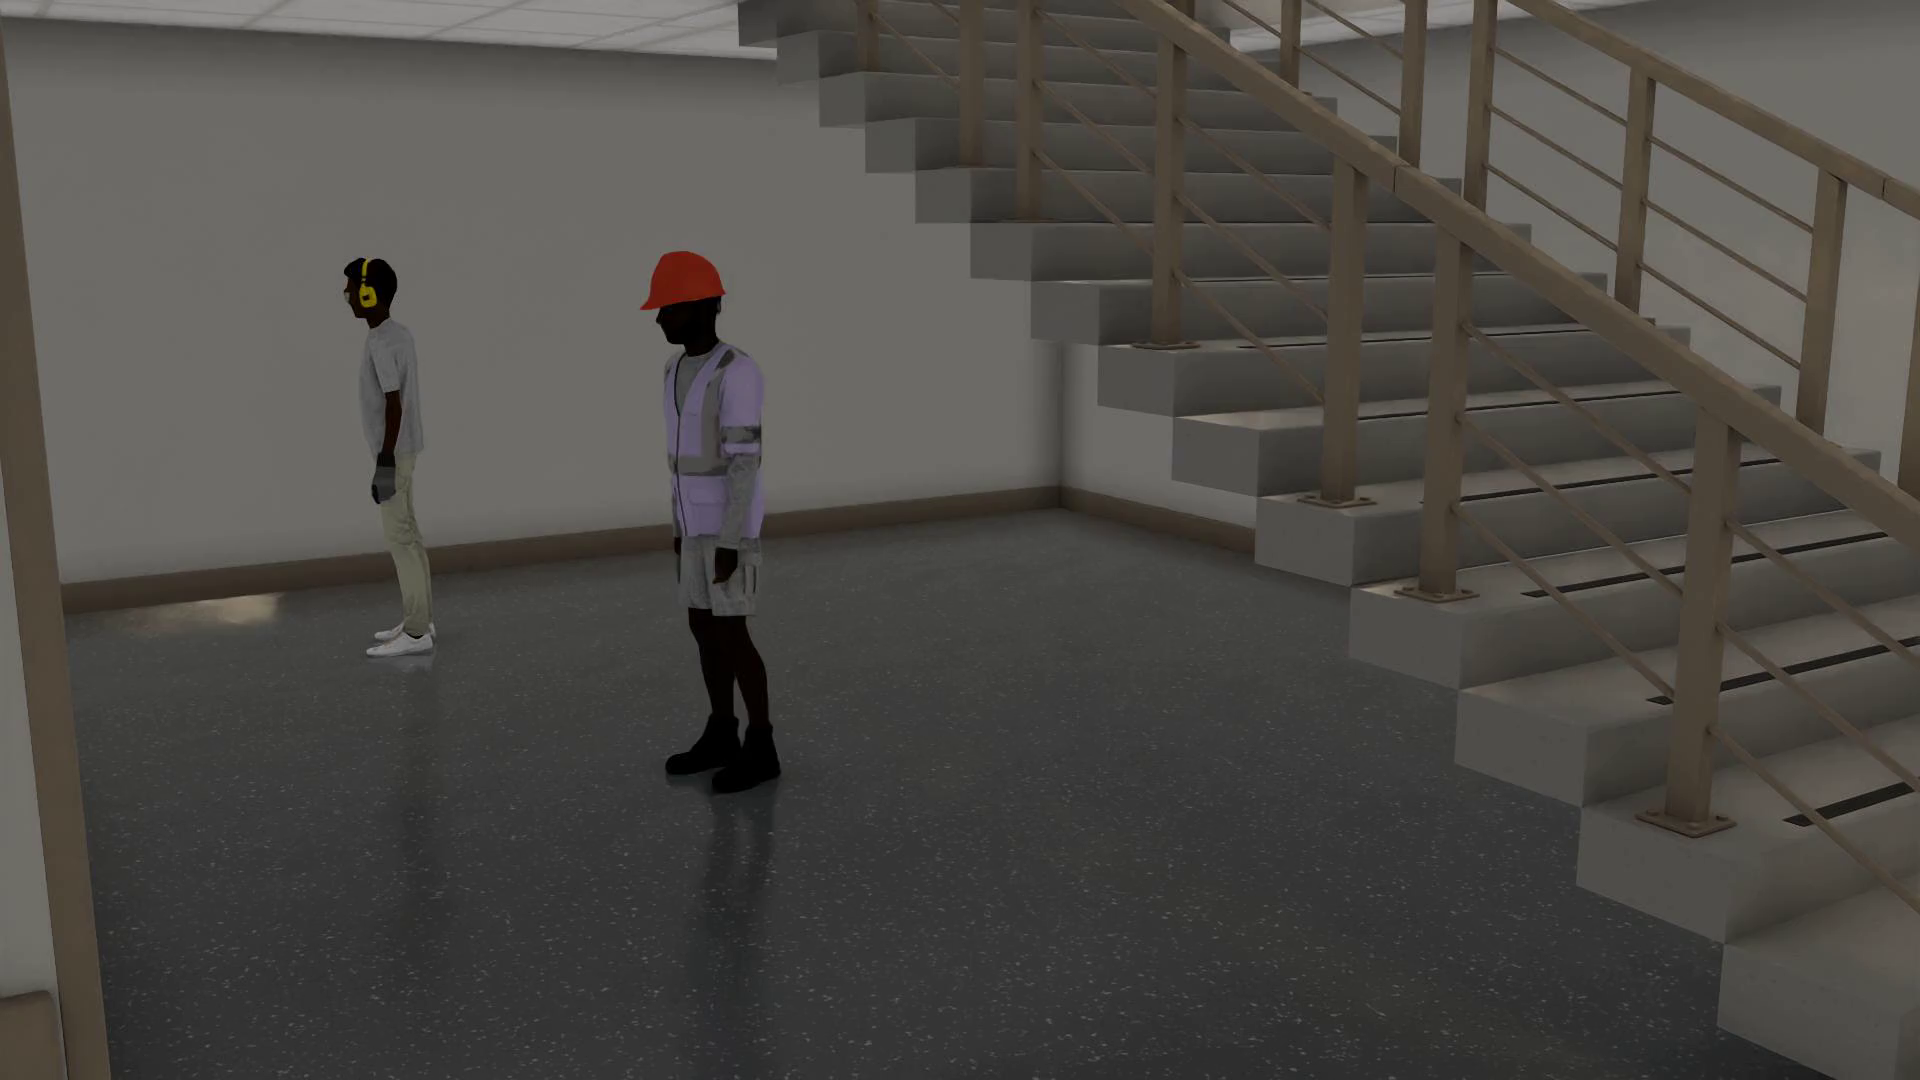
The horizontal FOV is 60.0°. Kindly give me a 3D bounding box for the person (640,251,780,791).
[{"bbox_3d":[-0.911,-0.061,5.973,0.420,1.923,0.561,-9,14,-40],"label":"person"}]

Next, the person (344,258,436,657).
[{"bbox_3d":[-2.675,-0.380,7.805,0.310,1.864,0.534,-2,11,-10],"label":"person"}]
